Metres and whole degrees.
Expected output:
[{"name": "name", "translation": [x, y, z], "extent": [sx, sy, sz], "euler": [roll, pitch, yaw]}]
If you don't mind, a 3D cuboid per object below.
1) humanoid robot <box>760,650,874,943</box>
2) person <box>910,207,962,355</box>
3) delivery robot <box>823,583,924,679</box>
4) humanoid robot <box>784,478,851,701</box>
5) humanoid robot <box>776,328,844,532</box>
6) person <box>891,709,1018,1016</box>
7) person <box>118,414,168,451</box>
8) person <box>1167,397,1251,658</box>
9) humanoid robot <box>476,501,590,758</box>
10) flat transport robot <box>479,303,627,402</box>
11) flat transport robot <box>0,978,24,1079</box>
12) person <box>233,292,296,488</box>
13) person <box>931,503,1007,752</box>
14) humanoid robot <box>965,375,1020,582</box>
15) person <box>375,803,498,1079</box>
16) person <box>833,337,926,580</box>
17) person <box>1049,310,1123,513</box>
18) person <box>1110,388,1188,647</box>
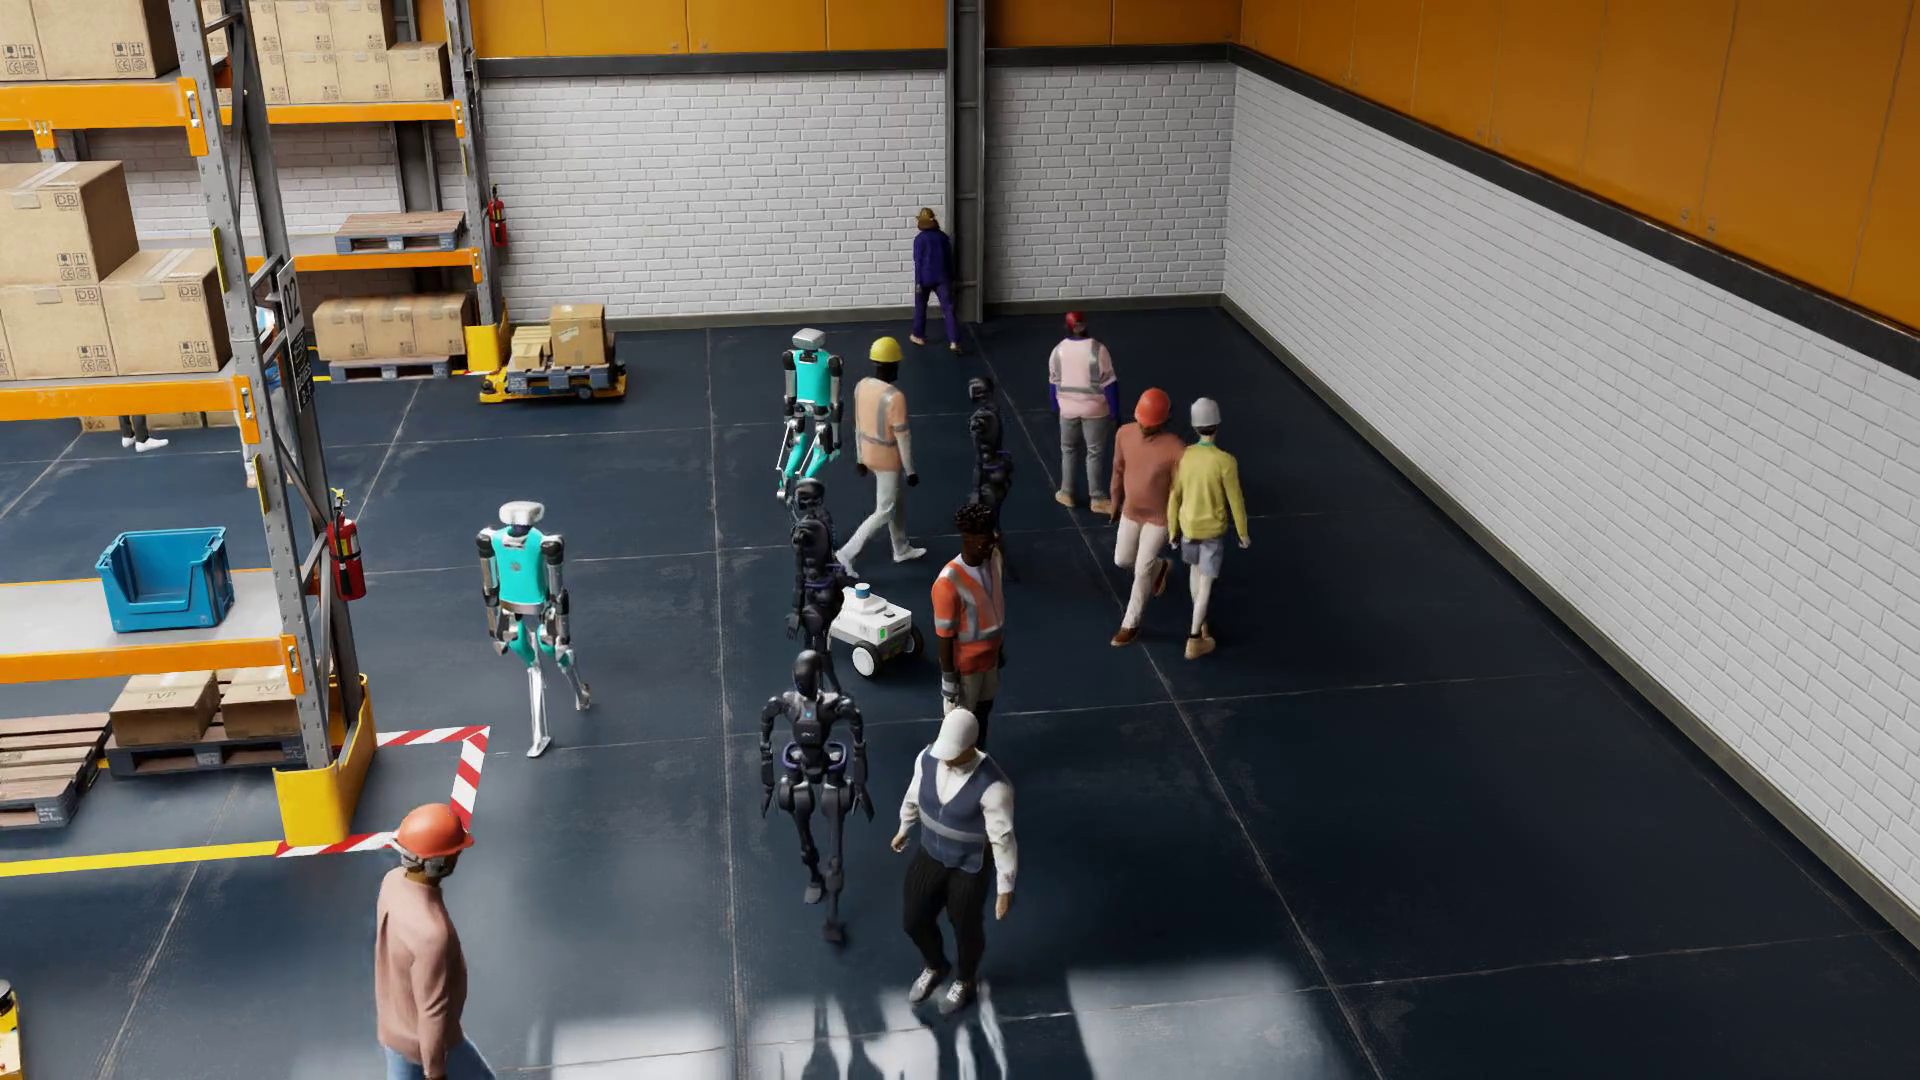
[{"name": "humanoid robot", "translation": [-0.764, 1.306, 8.705], "extent": [0.615, 1.622, 0.722], "euler": [1, 24, 2]}, {"name": "person", "translation": [-0.259, -2.846, 18.254], "extent": [0.492, 1.571, 0.882], "euler": [-10, 26, -21]}, {"name": "delivery robot", "translation": [-0.661, 0.608, 11.680], "extent": [0.811, 0.613, 0.499], "euler": [20, 30, 37]}, {"name": "humanoid robot", "translation": [-0.923, 0.377, 10.797], "extent": [0.330, 1.652, 0.591], "euler": [8, 25, 17]}, {"name": "humanoid robot", "translation": [-1.263, -0.792, 13.208], "extent": [0.533, 1.677, 0.735], "euler": [11, 26, 23]}, {"name": "person", "translation": [-0.034, 1.554, 8.022], "extent": [0.760, 1.737, 0.500], "euler": [14, 28, 30]}, {"name": "person", "translation": [-7.708, -1.735, 15.370], "extent": [0.495, 1.866, 0.330], "euler": [13, 27, 27]}, {"name": "person", "translation": [1.745, -0.089, 11.613], "extent": [0.552, 1.871, 0.554], "euler": [14, 27, 29]}, {"name": "humanoid robot", "translation": [-2.613, 0.496, 10.510], "extent": [0.559, 1.834, 0.885], "euler": [3, 24, 6]}, {"name": "flat transport robot", "translation": [-4.172, -1.630, 17.110], "extent": [1.431, 0.231, 0.659], "euler": [-3, 24, -7]}, {"name": "flat transport robot", "translation": [-5.171, 2.500, 7.700], "extent": [1.431, 0.231, 0.659], "euler": [-13, 27, -27]}, {"name": "person", "translation": [-6.144, -1.351, 14.531], "extent": [0.622, 1.837, 0.429], "euler": [-8, 25, -17]}, {"name": "person", "translation": [0.076, 0.684, 9.746], "extent": [0.380, 1.961, 0.606], "euler": [15, 28, 30]}, {"name": "humanoid robot", "translation": [0.264, -0.463, 12.718], "extent": [0.441, 1.642, 0.612], "euler": [8, 25, 18]}, {"name": "person", "translation": [-2.180, 1.982, 6.839], "extent": [1.003, 1.926, 0.654], "euler": [-17, 29, -34]}, {"name": "person", "translation": [-0.637, -0.623, 12.810], "extent": [0.851, 1.896, 0.593], "euler": [-15, 28, -30]}, {"name": "person", "translation": [1.097, -1.075, 14.058], "extent": [0.728, 1.726, 0.418], "euler": [11, 26, 23]}, {"name": "person", "translation": [1.385, -0.221, 11.826], "extent": [0.651, 1.944, 0.745], "euler": [19, 30, 37]}]
